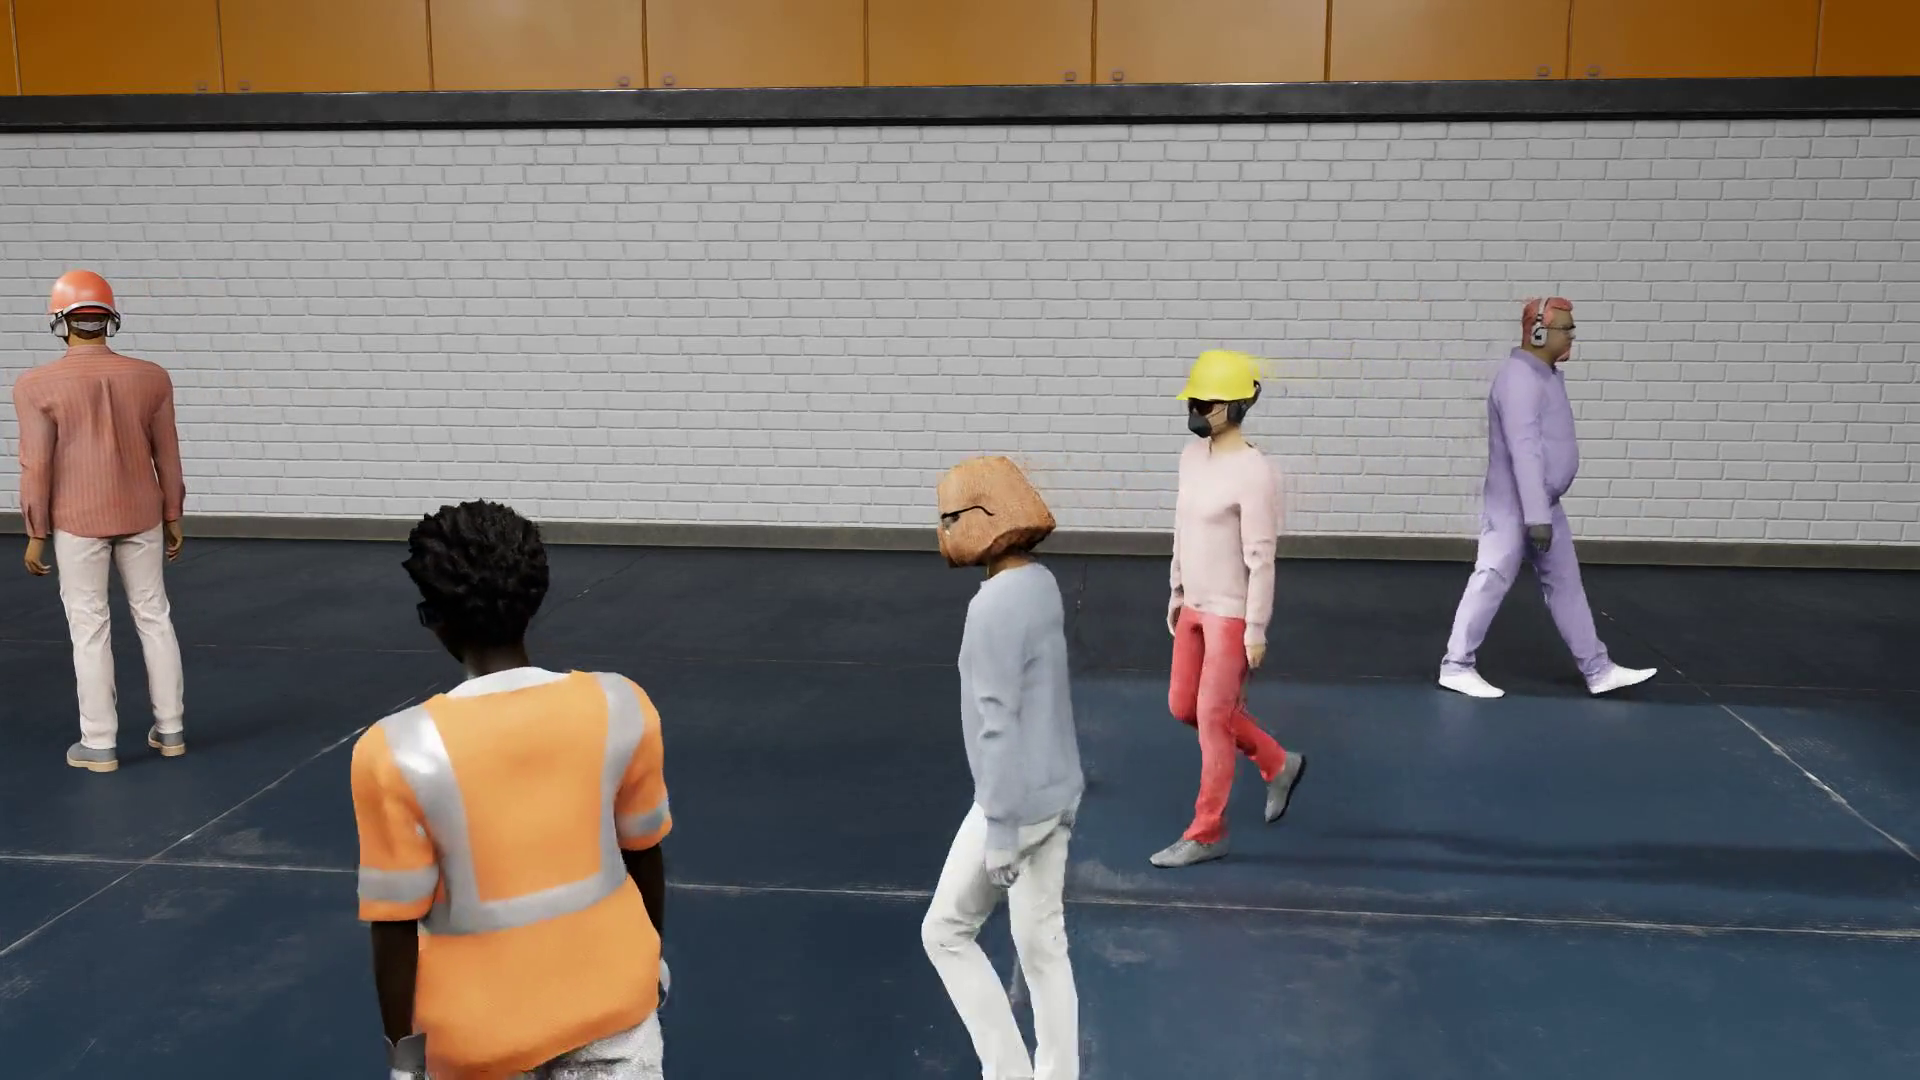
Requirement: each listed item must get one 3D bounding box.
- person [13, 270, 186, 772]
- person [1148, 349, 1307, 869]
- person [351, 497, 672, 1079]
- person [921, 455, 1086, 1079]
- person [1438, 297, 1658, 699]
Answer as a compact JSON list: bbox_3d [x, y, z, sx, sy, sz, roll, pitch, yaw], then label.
[{"bbox_3d":[-3.437,-0.076,6.676,0.397,1.992,0.623,9,13,41],"label":"person"},{"bbox_3d":[0.925,0.228,5.614,0.578,1.750,0.538,-4,11,-20],"label":"person"},{"bbox_3d":[-0.693,0.770,2.721,0.562,1.675,0.453,-6,12,-33],"label":"person"},{"bbox_3d":[0.125,0.614,3.815,0.398,1.607,0.526,4,11,21],"label":"person"},{"bbox_3d":[2.687,-0.163,7.576,0.954,1.856,0.659,6,12,32],"label":"person"}]
